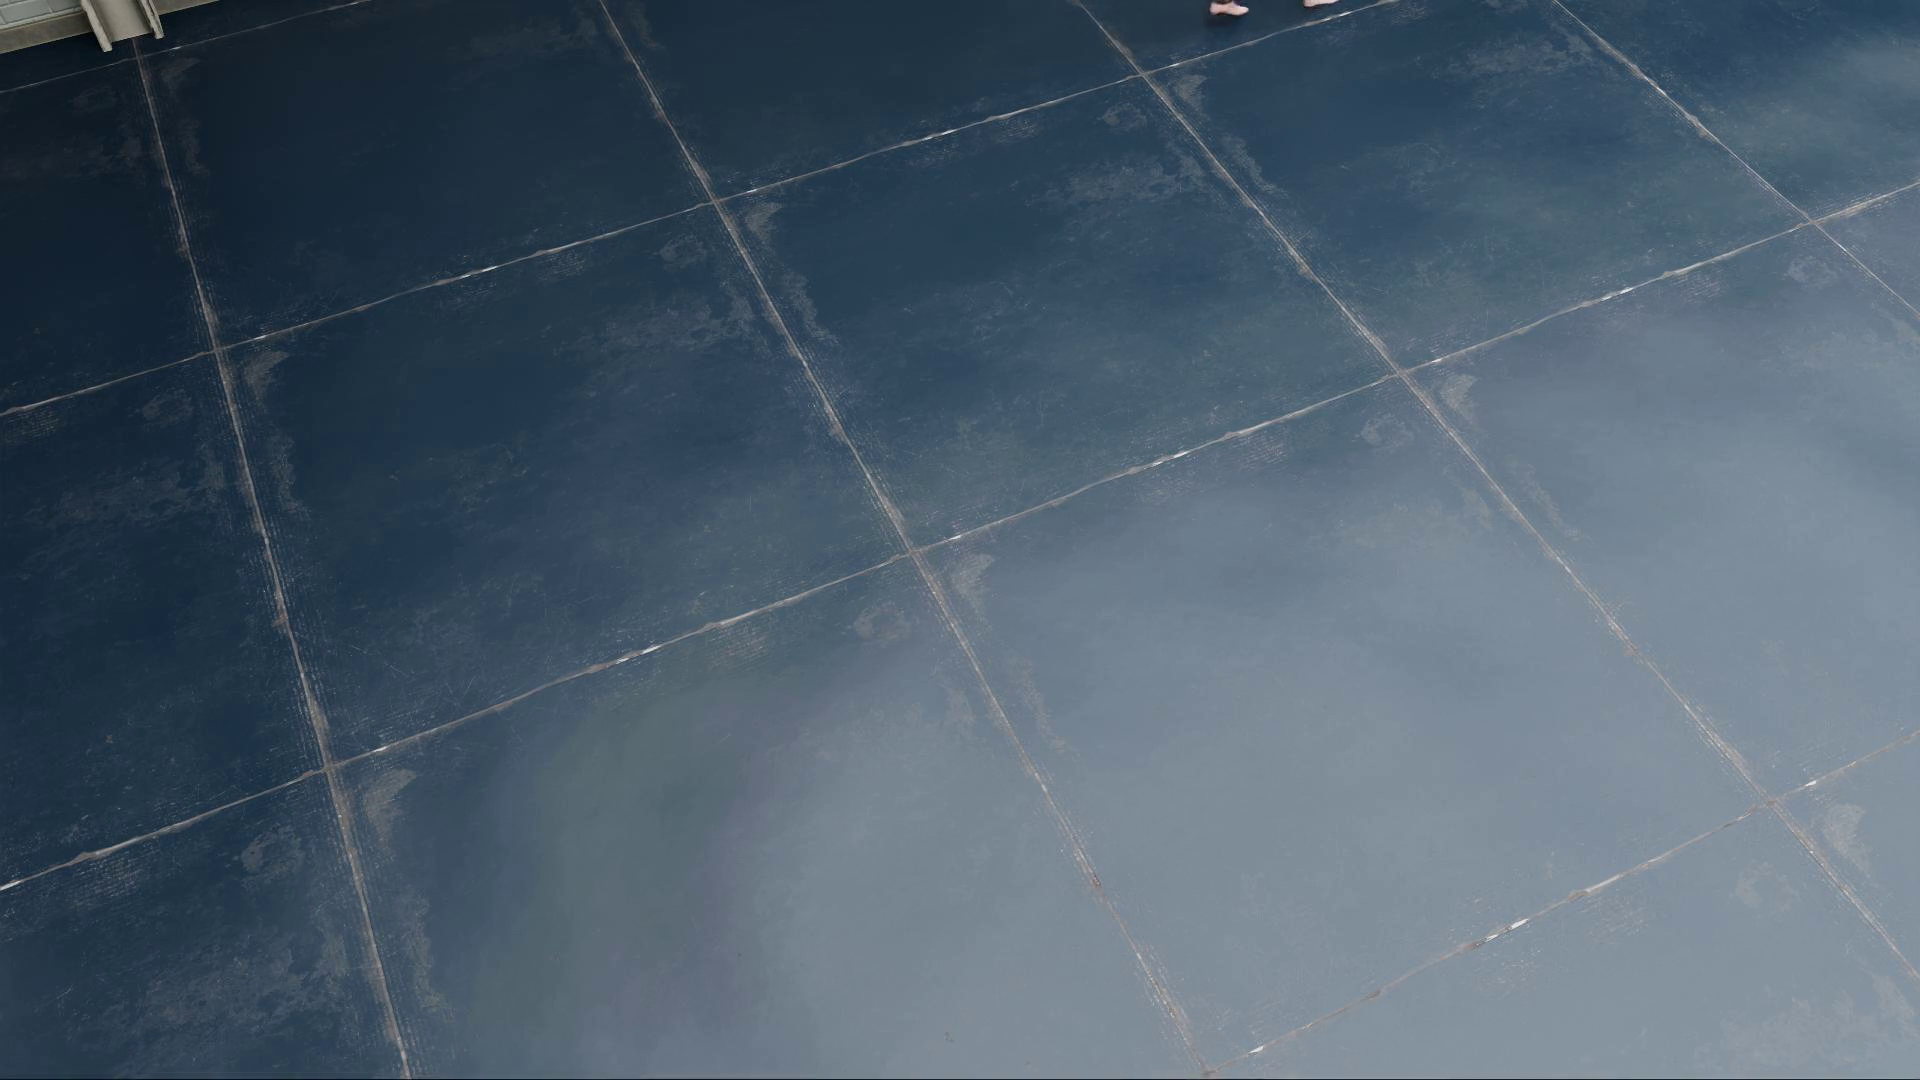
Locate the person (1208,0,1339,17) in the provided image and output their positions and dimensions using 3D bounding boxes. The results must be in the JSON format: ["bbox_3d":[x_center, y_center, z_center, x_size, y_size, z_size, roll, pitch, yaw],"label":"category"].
[{"bbox_3d":[2.038,-4.123,10.688,1.234,1.774,0.745,-16,54,-12],"label":"person"}]
